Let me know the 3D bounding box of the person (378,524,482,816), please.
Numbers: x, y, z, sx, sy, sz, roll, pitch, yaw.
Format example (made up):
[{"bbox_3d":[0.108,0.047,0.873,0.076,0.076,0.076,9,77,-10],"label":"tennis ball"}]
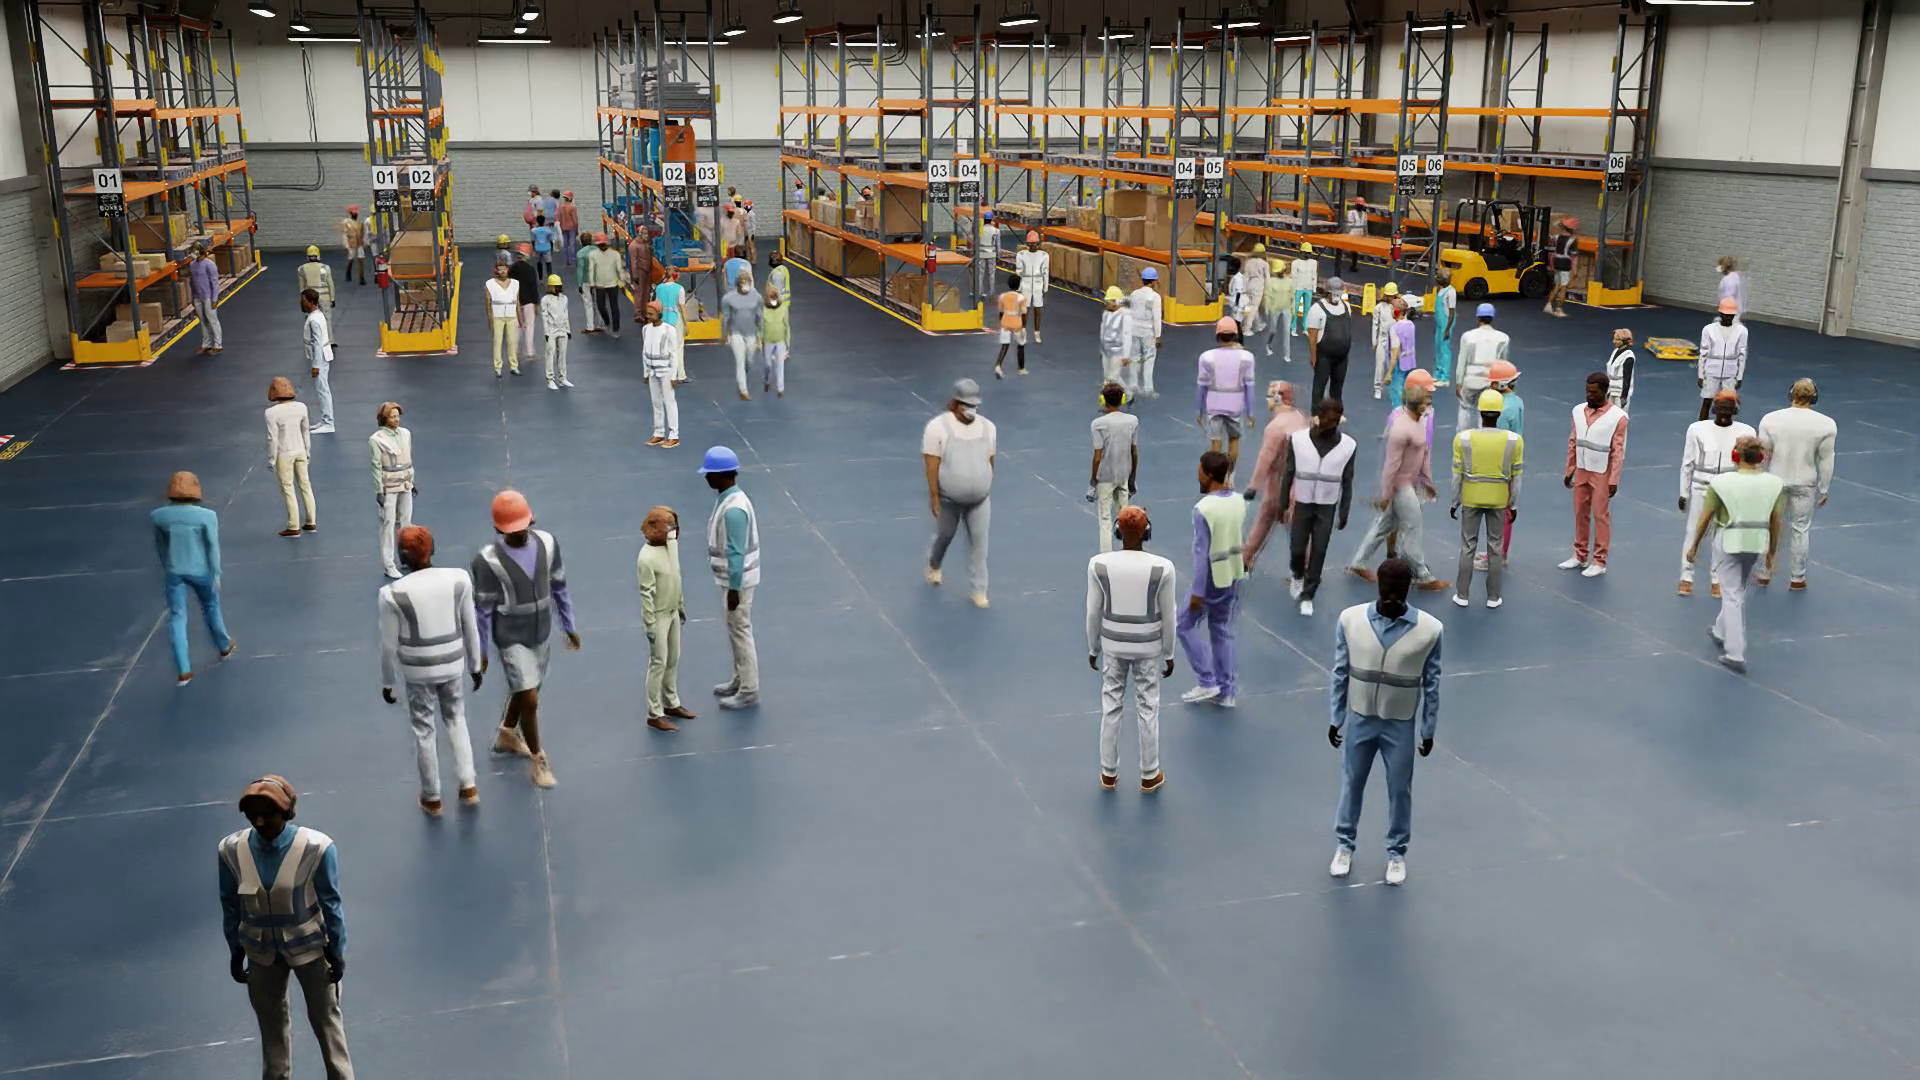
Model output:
[{"bbox_3d":[-3.251,0.803,10.227,0.596,1.879,0.400,-11,19,-36],"label":"person"}]

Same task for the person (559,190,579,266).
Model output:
[{"bbox_3d":[-10.357,-8.265,44.125,0.613,1.995,0.390,10,18,32],"label":"person"}]

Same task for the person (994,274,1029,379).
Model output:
[{"bbox_3d":[0.812,-3.392,26.428,0.542,1.670,0.826,9,17,29],"label":"person"}]

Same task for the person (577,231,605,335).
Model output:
[{"bbox_3d":[-6.973,-4.849,31.399,0.364,1.933,0.630,10,18,34],"label":"person"}]

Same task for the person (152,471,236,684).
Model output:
[{"bbox_3d":[-5.932,0.256,12.846,0.504,1.580,0.855,-2,15,-7],"label":"person"}]

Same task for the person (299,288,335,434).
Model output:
[{"bbox_3d":[-8.548,-2.388,22.152,0.392,1.922,0.591,-6,16,-20],"label":"person"}]

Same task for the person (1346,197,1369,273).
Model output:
[{"bbox_3d":[10.182,-7.750,42.351,0.572,1.908,0.767,-7,16,-24],"label":"person"}]

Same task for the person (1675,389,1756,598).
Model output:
[{"bbox_3d":[6.707,-0.414,14.795,0.583,1.882,0.337,5,16,19],"label":"person"}]

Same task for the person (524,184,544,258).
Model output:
[{"bbox_3d":[-11.913,-8.927,46.530,0.538,2.000,0.687,-8,17,-28],"label":"person"}]

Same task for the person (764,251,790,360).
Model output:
[{"bbox_3d":[-3.110,-3.991,28.340,0.429,1.839,0.634,2,15,6],"label":"person"}]

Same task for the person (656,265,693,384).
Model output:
[{"bbox_3d":[-4.485,-3.357,25.957,0.563,1.838,0.390,8,17,29],"label":"person"}]

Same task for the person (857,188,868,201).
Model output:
[{"bbox_3d":[-2.757,-9.297,48.316,0.429,1.839,0.623,-7,16,-23],"label":"person"}]

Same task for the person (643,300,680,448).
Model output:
[{"bbox_3d":[-3.823,-2.118,21.224,0.576,1.879,0.346,10,18,34],"label":"person"}]

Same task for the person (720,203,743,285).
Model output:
[{"bbox_3d":[-5.427,-6.939,39.160,0.649,1.978,0.496,-8,17,-29],"label":"person"}]

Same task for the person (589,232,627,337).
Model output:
[{"bbox_3d":[-6.547,-4.737,30.923,0.703,1.958,0.451,-1,15,-2],"label":"person"}]

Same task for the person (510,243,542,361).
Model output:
[{"bbox_3d":[-7.373,-4.046,28.317,0.675,1.967,0.466,10,18,34],"label":"person"}]

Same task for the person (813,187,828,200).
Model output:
[{"bbox_3d":[-4.105,-9.535,49.291,0.632,1.793,0.915,9,18,32],"label":"person"}]

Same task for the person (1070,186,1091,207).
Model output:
[{"bbox_3d":[3.516,-9.427,48.712,0.639,1.885,1.026,1,15,5],"label":"person"}]

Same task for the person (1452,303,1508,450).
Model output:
[{"bbox_3d":[6.429,-1.971,20.613,0.623,1.903,0.883,1,15,5],"label":"person"}]

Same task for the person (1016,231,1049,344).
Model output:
[{"bbox_3d":[1.307,-4.561,30.093,0.605,2.045,0.382,0,15,-2],"label":"person"}]

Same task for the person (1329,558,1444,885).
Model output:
[{"bbox_3d":[2.397,1.005,9.414,0.593,1.909,0.385,6,16,21],"label":"person"}]

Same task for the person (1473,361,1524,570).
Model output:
[{"bbox_3d":[5.075,-0.699,15.667,0.385,1.990,0.608,9,17,30],"label":"person"}]

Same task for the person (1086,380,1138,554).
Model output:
[{"bbox_3d":[1.398,-0.534,15.288,0.534,1.863,0.310,-8,17,-27],"label":"person"}]

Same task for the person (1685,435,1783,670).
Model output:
[{"bbox_3d":[6.080,0.059,13.149,0.594,1.802,0.908,-1,15,-3],"label":"person"}]

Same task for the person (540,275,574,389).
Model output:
[{"bbox_3d":[-6.184,-3.198,25.540,0.294,1.744,0.484,12,19,38],"label":"person"}]

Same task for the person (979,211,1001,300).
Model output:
[{"bbox_3d":[0.606,-6.293,36.825,0.612,1.943,0.407,3,15,10],"label":"person"}]

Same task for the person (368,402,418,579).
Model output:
[{"bbox_3d":[-5.258,-0.472,15.482,0.306,1.639,0.522,6,16,21],"label":"person"}]

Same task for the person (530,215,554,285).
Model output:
[{"bbox_3d":[-9.934,-6.892,39.565,0.543,1.680,0.673,-4,15,-15],"label":"person"}]

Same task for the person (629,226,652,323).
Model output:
[{"bbox_3d":[-6.313,-5.289,33.129,0.401,1.894,0.654,5,16,18],"label":"person"}]

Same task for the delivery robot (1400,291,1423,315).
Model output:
[{"bbox_3d":[9.060,-4.785,33.612,0.477,0.478,0.707,13,20,41],"label":"delivery robot"}]

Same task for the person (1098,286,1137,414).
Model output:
[{"bbox_3d":[2.185,-2.655,23.367,0.458,1.820,0.597,-8,17,-27],"label":"person"}]

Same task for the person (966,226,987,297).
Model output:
[{"bbox_3d":[0.380,-6.282,37.345,0.514,1.641,0.307,8,17,27],"label":"person"}]

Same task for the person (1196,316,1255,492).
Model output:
[{"bbox_3d":[2.956,-1.481,18.548,0.658,2.016,0.716,2,15,6],"label":"person"}]

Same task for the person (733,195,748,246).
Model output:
[{"bbox_3d":[-5.788,-8.013,43.341,0.584,1.916,0.401,5,16,17],"label":"person"}]

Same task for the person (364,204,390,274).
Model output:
[{"bbox_3d":[-14.466,-7.432,41.326,0.611,1.817,0.486,-3,15,-13],"label":"person"}]

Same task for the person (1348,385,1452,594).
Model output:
[{"bbox_3d":[3.993,-0.473,15.042,0.933,1.893,0.632,7,16,25],"label":"person"}]

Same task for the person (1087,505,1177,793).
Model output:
[{"bbox_3d":[1.094,0.698,10.611,0.573,1.885,0.356,4,15,13],"label":"person"}]

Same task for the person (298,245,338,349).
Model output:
[{"bbox_3d":[-11.379,-4.297,29.499,0.590,1.836,0.404,-2,15,-7],"label":"person"}]

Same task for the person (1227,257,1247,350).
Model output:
[{"bbox_3d":[4.818,-4.088,29.012,0.371,1.681,0.551,1,15,4],"label":"person"}]

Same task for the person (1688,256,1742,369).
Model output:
[{"bbox_3d":[12.305,-3.640,26.908,0.923,1.891,0.643,4,15,13],"label":"person"}]
